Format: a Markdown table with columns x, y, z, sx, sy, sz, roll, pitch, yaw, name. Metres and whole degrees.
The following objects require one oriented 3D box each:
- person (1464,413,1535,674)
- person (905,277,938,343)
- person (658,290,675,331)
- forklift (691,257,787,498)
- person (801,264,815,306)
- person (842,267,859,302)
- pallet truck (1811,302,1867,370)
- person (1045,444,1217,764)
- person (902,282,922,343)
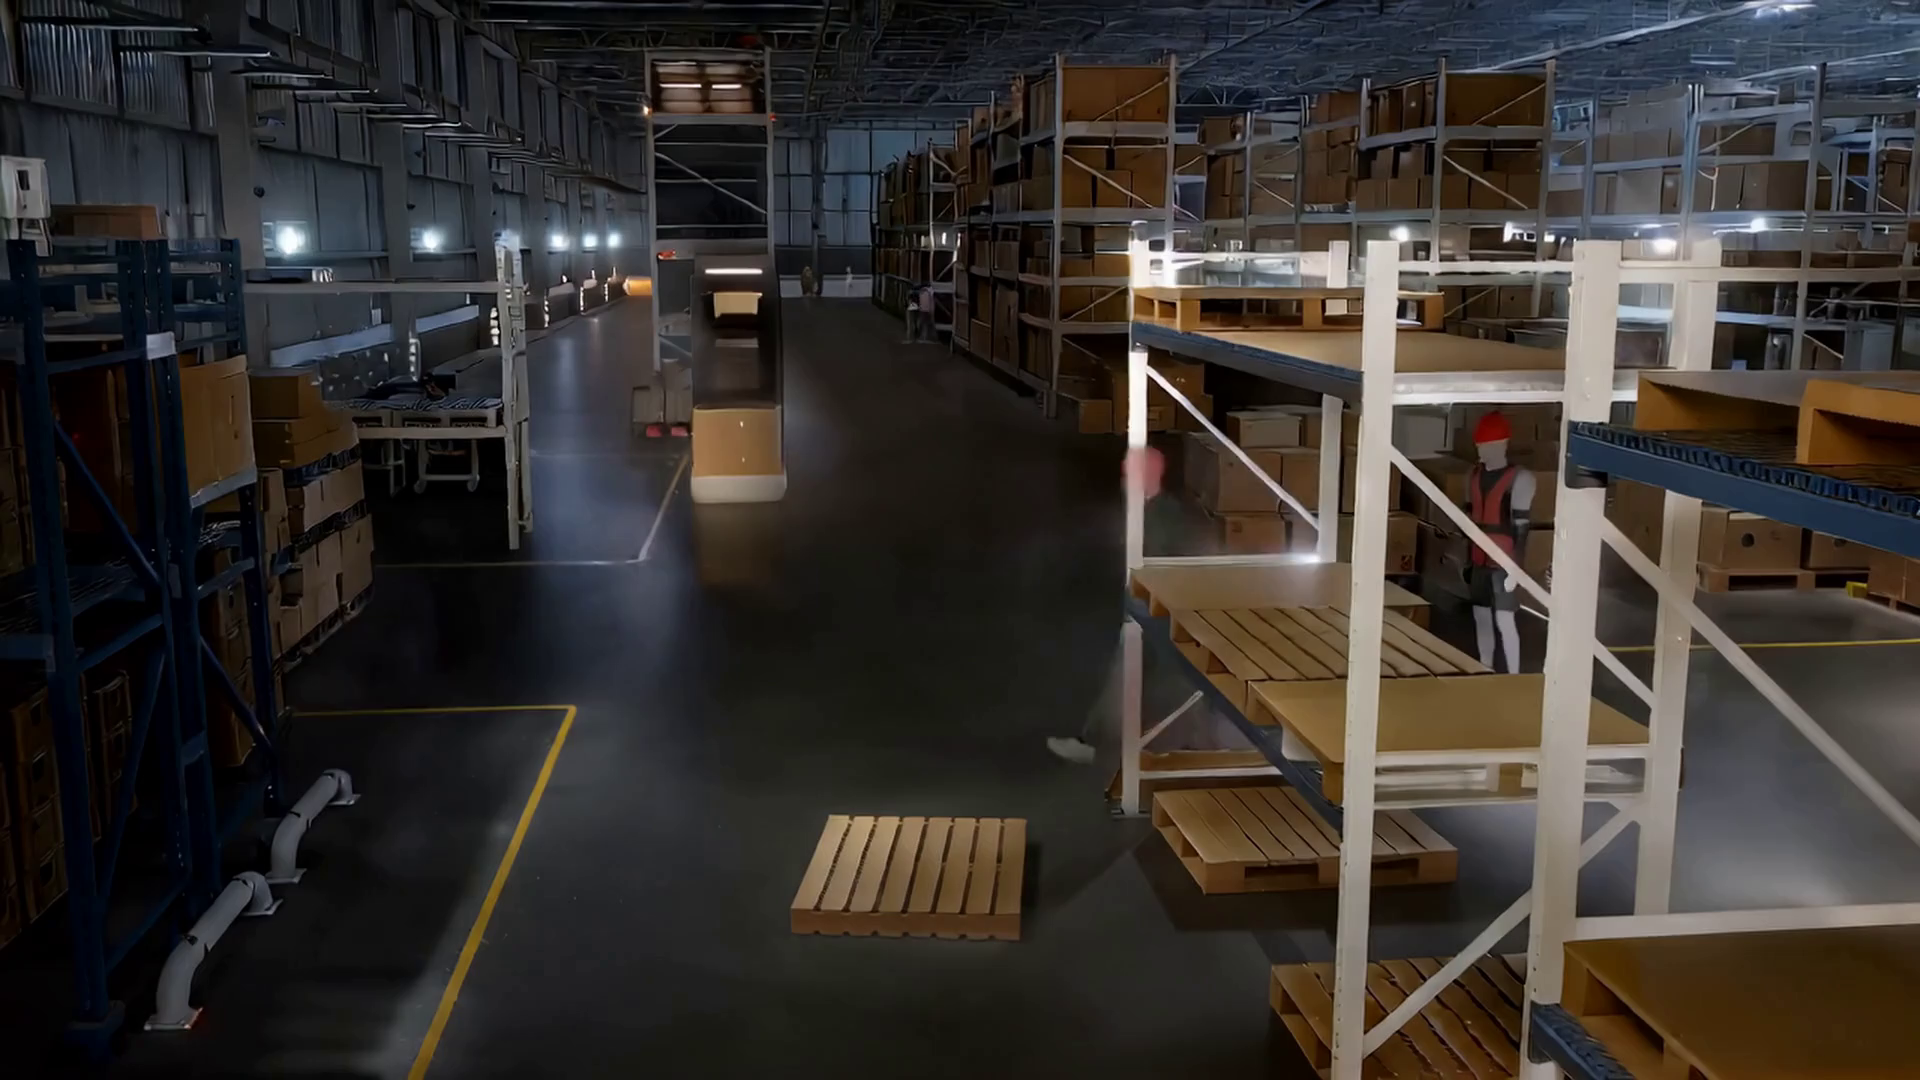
| x | y | z | sx | sy | sz | roll | pitch | yaw | name |
| --- | --- | --- | --- | --- | --- | --- | --- | --- | --- |
| 3.470 | 0.126 | 10.884 | 0.412 | 1.924 | 0.562 | -5 | 12 | -28 | person |
| -1.100 | -6.742 | 48.903 | 1.067 | 1.930 | 0.626 | -6 | 12 | -32 | person |
| -8.570 | -6.657 | 48.531 | 0.643 | 1.905 | 0.399 | -5 | 11 | -26 | person |
| -2.676 | -1.997 | 20.000 | 1.129 | 2.768 | 1.873 | -1 | 10 | -6 | forklift |
| -7.039 | -11.802 | 77.027 | 0.651 | 1.907 | 0.409 | 0 | 10 | 0 | person |
| -5.388 | -12.577 | 81.876 | 0.885 | 1.713 | 0.566 | -1 | 10 | -6 | person |
| 15.846 | -3.142 | 28.793 | 1.885 | 1.965 | 0.823 | 2 | 10 | 12 | pallet truck |
| 1.039 | 0.395 | 9.504 | 1.020 | 1.885 | 0.650 | -1 | 10 | -6 | person |
| -1.387 | -6.702 | 49.045 | 0.521 | 1.813 | 0.570 | 8 | 13 | 36 | person |
